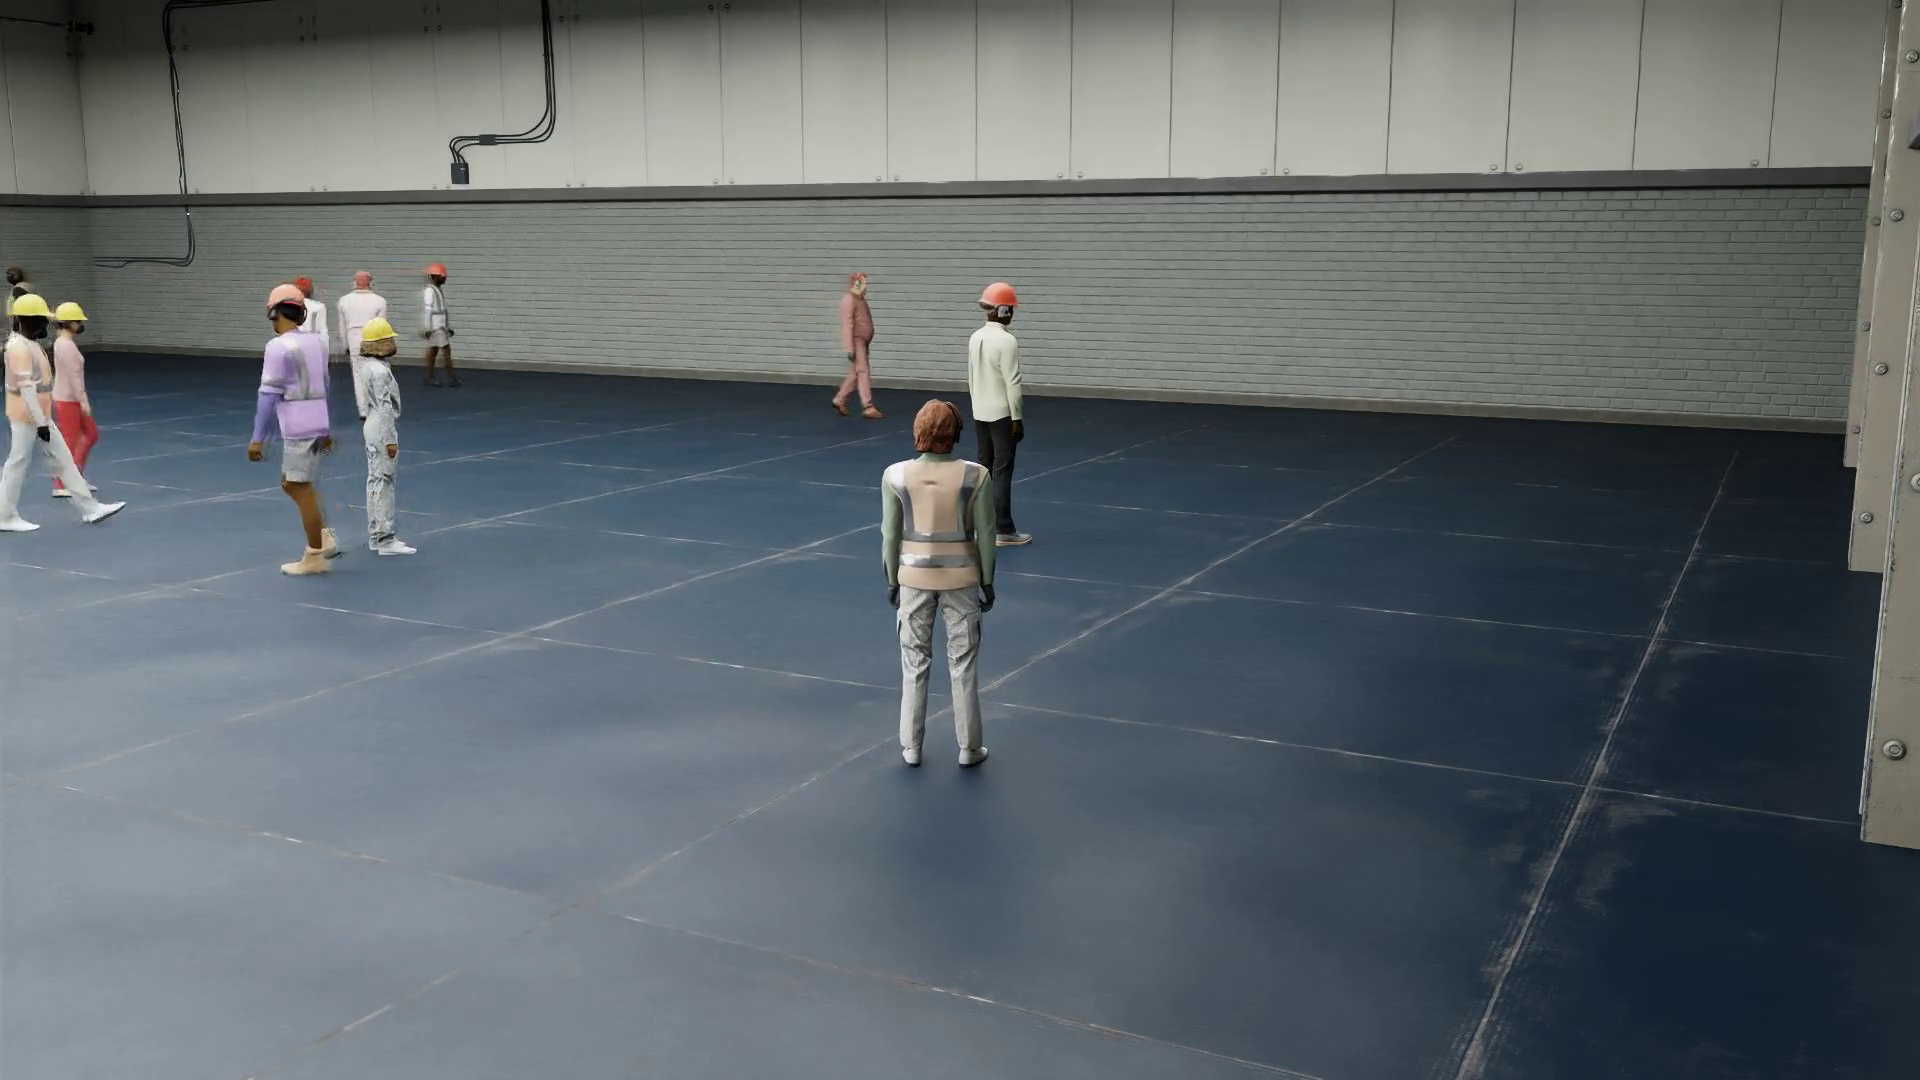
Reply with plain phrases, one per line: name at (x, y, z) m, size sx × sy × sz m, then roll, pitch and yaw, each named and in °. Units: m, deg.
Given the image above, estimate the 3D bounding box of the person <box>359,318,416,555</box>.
person at (-4.262, -0.764, 12.316) m, size 0.284 × 1.746 × 0.492 m, roll -6°, pitch 12°, yaw -31°

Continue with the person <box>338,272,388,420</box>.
person at (-7.609, -2.495, 21.382) m, size 0.653 × 1.883 × 0.739 m, roll 0°, pitch 10°, yaw -2°

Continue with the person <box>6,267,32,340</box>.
person at (-15.617, -3.616, 27.658) m, size 0.447 × 1.828 × 0.636 m, roll -6°, pitch 12°, yaw -30°

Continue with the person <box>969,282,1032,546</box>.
person at (0.291, -0.955, 12.673) m, size 0.376 × 1.997 × 0.612 m, roll -7°, pitch 12°, yaw -32°

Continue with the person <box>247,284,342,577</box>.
person at (-4.594, -0.741, 11.460) m, size 0.460 × 2.011 × 0.646 m, roll 0°, pitch 10°, yaw 2°

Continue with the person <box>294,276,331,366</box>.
person at (-8.169, -2.347, 20.695) m, size 0.583 × 1.853 × 0.904 m, roll -1°, pitch 10°, yaw -4°

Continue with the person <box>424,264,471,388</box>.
person at (-7.932, -3.298, 25.681) m, size 0.860 × 1.904 × 0.575 m, roll 0°, pitch 10°, yaw -2°

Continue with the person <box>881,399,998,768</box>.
person at (-0.090, 0.203, 7.332) m, size 0.511 × 1.641 × 0.307 m, roll 1°, pitch 10°, yaw 6°

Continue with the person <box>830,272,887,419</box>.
person at (-1.328, -2.509, 21.456) m, size 0.713 × 1.894 × 0.656 m, roll 2°, pitch 11°, yaw 11°

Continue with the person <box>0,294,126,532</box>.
person at (-7.264, -1.004, 13.243) m, size 0.954 × 1.876 × 0.614 m, roll -3°, pitch 11°, yaw -16°

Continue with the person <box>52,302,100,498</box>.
person at (-7.973, -1.251, 14.971) m, size 0.495 × 1.753 × 0.541 m, roll -6°, pitch 12°, yaw -29°
